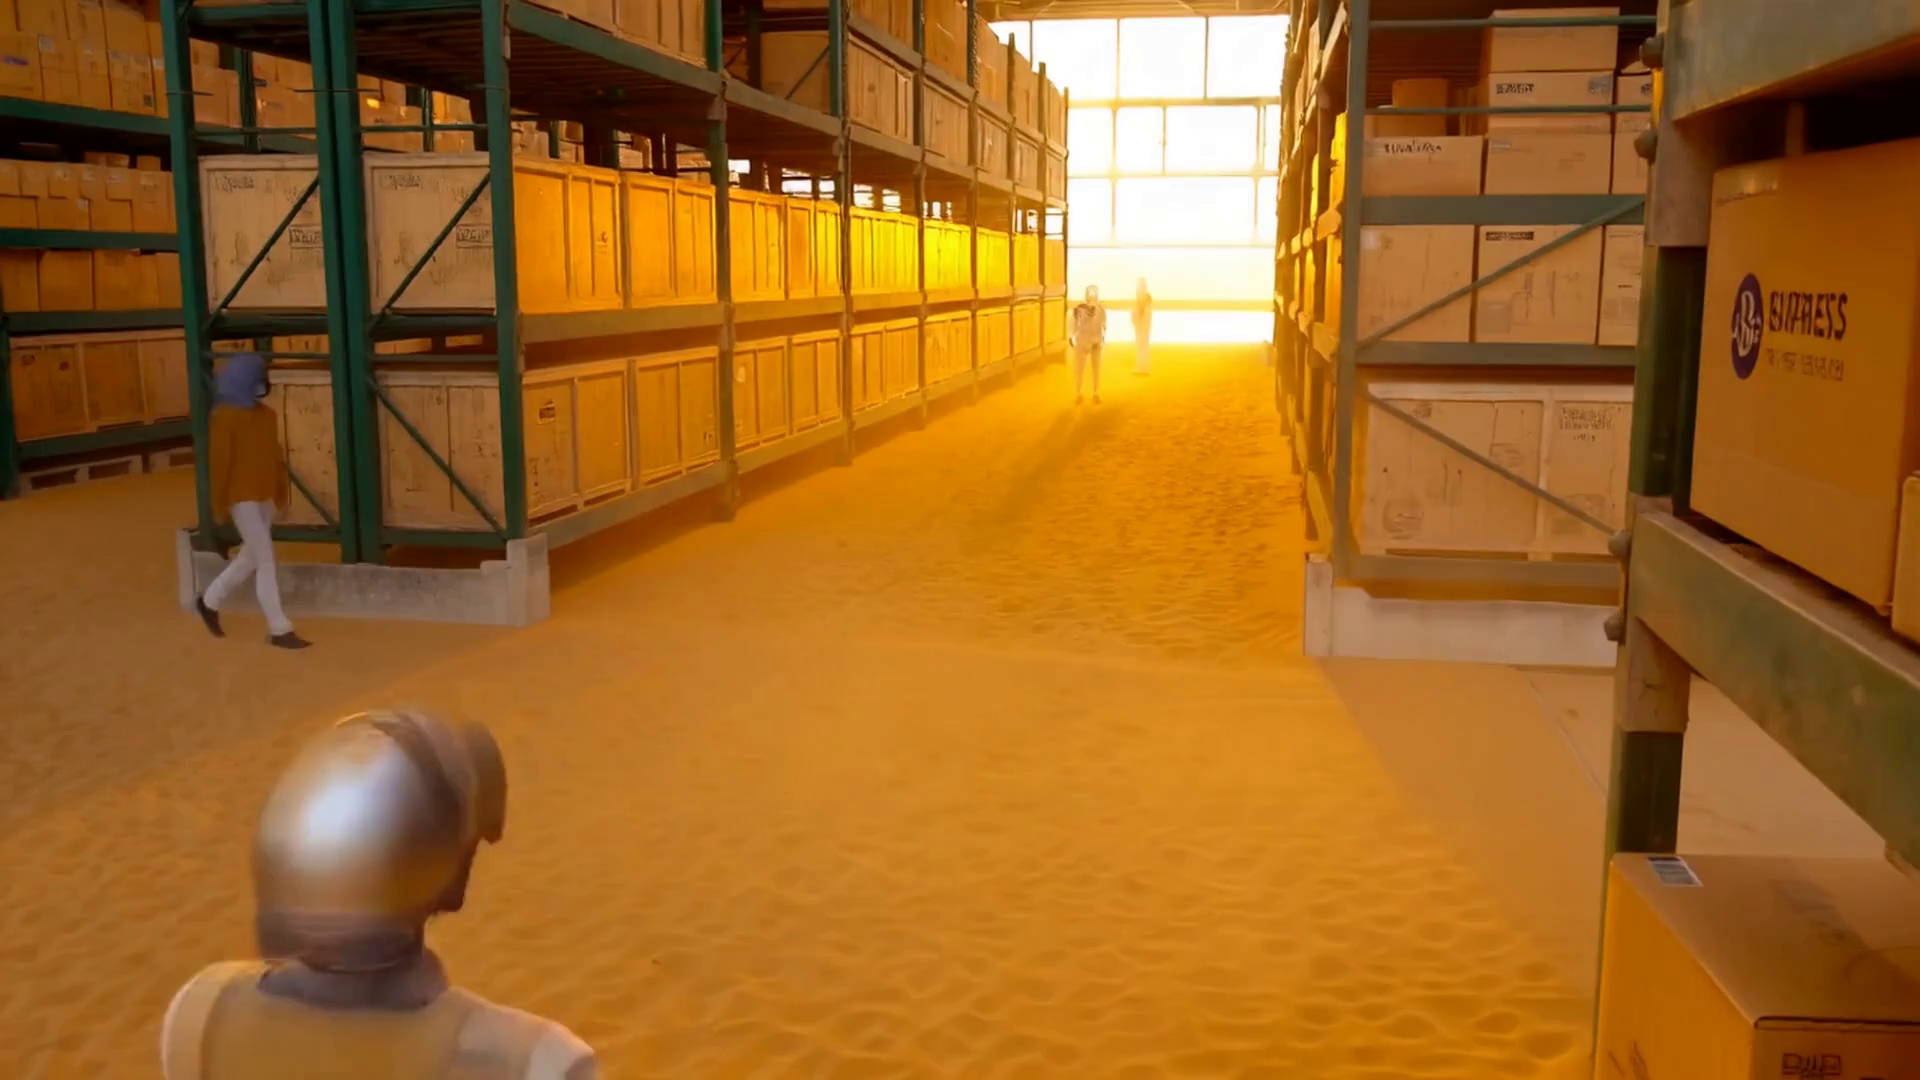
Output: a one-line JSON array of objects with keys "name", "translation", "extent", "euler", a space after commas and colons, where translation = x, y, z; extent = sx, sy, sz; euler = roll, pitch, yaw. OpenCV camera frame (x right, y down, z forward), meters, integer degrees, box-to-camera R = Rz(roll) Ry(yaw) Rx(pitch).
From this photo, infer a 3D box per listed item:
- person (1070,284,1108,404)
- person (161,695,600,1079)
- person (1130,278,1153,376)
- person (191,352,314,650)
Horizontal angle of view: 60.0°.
[{"name": "person", "translation": [1.994, -3.003, 25.547], "extent": [0.600, 1.834, 0.404], "euler": [-1, 9, -8]}, {"name": "person", "translation": [-0.589, 0.963, 1.629], "extent": [0.521, 1.618, 0.709], "euler": [4, 10, 21]}, {"name": "person", "translation": [3.543, -4.160, 32.559], "extent": [0.398, 1.900, 0.636], "euler": [3, 10, 20]}, {"name": "person", "translation": [-3.874, -0.215, 8.969], "extent": [0.765, 1.608, 0.505], "euler": [2, 9, 14]}]
